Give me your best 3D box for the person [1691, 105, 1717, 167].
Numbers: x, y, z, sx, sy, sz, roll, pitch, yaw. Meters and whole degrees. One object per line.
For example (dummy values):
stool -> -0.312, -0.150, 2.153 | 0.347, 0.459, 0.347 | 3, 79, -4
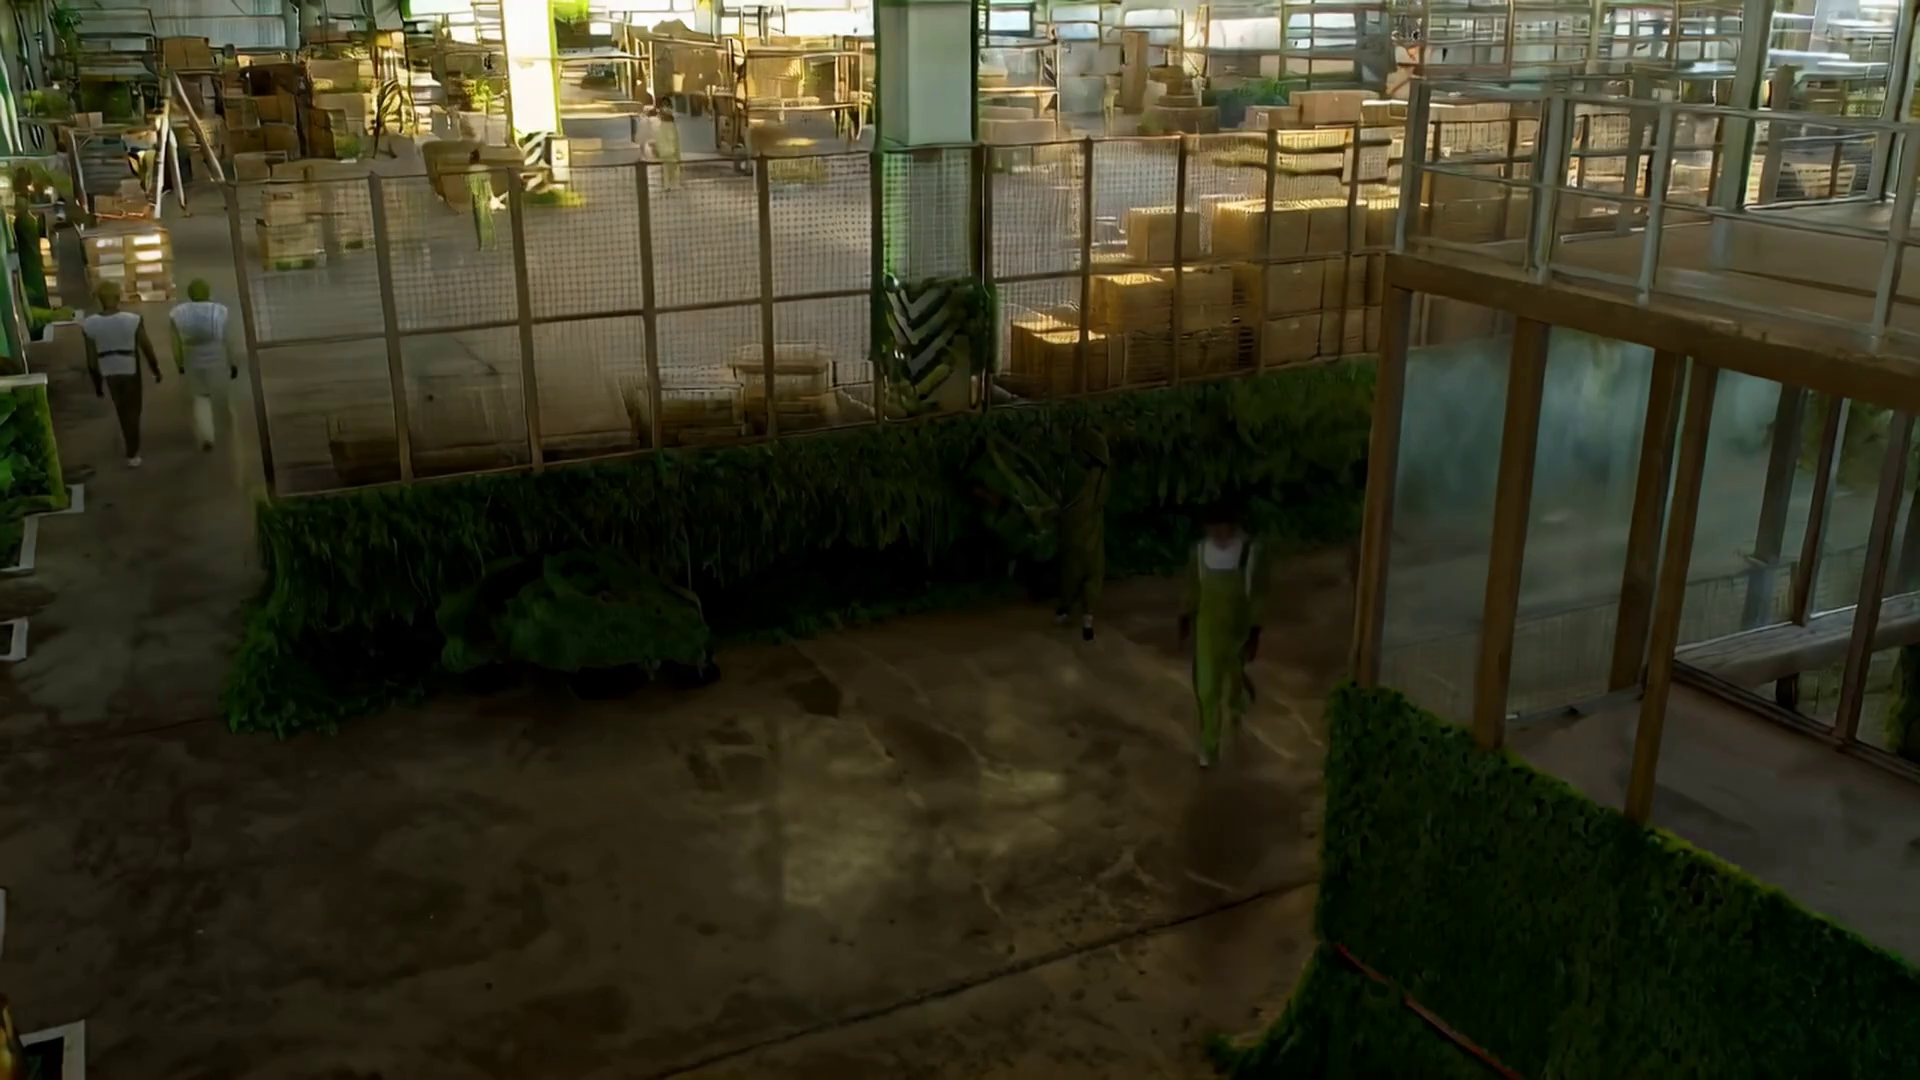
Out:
person -> 17.224, -9.081, 38.464 | 0.601, 1.908, 0.445 | 13, 23, 34

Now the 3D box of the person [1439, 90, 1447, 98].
person -> 14.141, -12.638, 49.129 | 0.757, 1.663, 0.552 | 5, 20, 15

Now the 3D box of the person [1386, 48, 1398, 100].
person -> 16.682, -17.923, 64.016 | 0.507, 1.973, 0.646 | 2, 19, 4

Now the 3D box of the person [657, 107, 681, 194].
person -> -6.601, -8.847, 37.772 | 0.585, 1.922, 0.391 | 14, 23, 35

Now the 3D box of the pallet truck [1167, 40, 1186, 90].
pallet truck -> 9.045, -19.971, 69.895 | 0.823, 1.965, 1.885 | -3, 19, -8

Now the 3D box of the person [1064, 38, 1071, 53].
person -> 5.113, -22.965, 79.028 | 0.316, 1.696, 0.540 | 6, 20, 17

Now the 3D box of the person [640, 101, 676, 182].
person -> -7.272, -9.467, 39.597 | 0.942, 1.896, 0.653 | 4, 19, 12

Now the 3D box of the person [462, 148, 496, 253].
person -> -8.656, -6.106, 29.906 | 0.551, 1.865, 0.387 | -9, 21, -24

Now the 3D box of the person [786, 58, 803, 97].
person -> -5.966, -16.542, 60.202 | 0.620, 1.837, 0.429 | 2, 19, 7

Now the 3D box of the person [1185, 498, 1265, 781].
person -> 1.693, 0.569, 10.630 | 0.531, 1.826, 0.789 | 7, 20, 18

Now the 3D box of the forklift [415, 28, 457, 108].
forklift -> -19.190, -17.109, 60.266 | 1.873, 2.768, 1.129 | -1, 19, -2

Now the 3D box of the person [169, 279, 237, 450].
person -> -8.083, -1.907, 17.842 | 0.639, 1.791, 0.964 | -6, 20, -18

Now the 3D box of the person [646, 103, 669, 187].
person -> -7.120, -9.220, 38.844 | 0.441, 1.920, 0.631 | 8, 20, 21

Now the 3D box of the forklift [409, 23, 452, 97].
forklift -> -21.103, -18.763, 65.061 | 1.873, 2.768, 1.129 | 9, 21, 25

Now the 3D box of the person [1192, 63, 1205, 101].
person -> 7.756, -14.519, 54.159 | 0.373, 1.956, 0.613 | -2, 19, -5

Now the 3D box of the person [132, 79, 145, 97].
person -> -25.371, -13.405, 51.418 | 0.522, 1.631, 0.323 | 5, 20, 14

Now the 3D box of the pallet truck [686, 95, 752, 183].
pallet truck -> -5.836, -9.608, 39.856 | 0.823, 1.965, 1.885 | 10, 22, 27

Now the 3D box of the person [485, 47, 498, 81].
person -> -20.112, -20.344, 71.496 | 0.541, 1.637, 0.903 | -3, 19, -7

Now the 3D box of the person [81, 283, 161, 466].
person -> -8.660, -1.721, 17.199 | 0.607, 1.870, 1.015 | -3, 19, -9

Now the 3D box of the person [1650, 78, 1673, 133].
person -> 19.776, -12.048, 46.883 | 0.607, 2.017, 0.830 | -1, 19, -3

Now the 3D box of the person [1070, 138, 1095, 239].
person -> 2.308, -6.634, 31.426 | 0.353, 1.877, 0.573 | -17, 25, -40

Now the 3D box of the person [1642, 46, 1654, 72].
person -> 28.657, -19.656, 69.331 | 0.316, 1.769, 0.526 | -10, 22, -28

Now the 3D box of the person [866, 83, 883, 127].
person -> -2.222, -11.105, 44.128 | 0.539, 2.000, 0.688 | -2, 19, -4

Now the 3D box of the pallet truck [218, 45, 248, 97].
pallet truck -> -28.879, -18.665, 66.111 | 0.823, 1.965, 1.885 | -3, 19, -9

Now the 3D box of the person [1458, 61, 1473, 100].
person -> 17.032, -15.197, 56.222 | 1.024, 1.882, 0.633 | 3, 19, 9

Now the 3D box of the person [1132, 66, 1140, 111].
person -> 6.200, -15.703, 58.064 | 0.512, 1.641, 0.307 | -5, 20, -14

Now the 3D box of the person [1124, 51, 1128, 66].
person -> 6.435, -17.970, 64.216 | 0.563, 1.926, 0.641 | 17, 25, 40

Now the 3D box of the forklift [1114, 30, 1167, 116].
forklift -> 6.167, -16.198, 57.627 | 1.873, 2.768, 1.129 | -9, 21, -25

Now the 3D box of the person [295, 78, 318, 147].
person -> -18.667, -12.229, 47.574 | 0.585, 1.917, 0.382 | -7, 20, -20

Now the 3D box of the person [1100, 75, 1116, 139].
person -> 4.425, -12.943, 49.738 | 0.528, 1.860, 0.333 | 15, 24, 37
